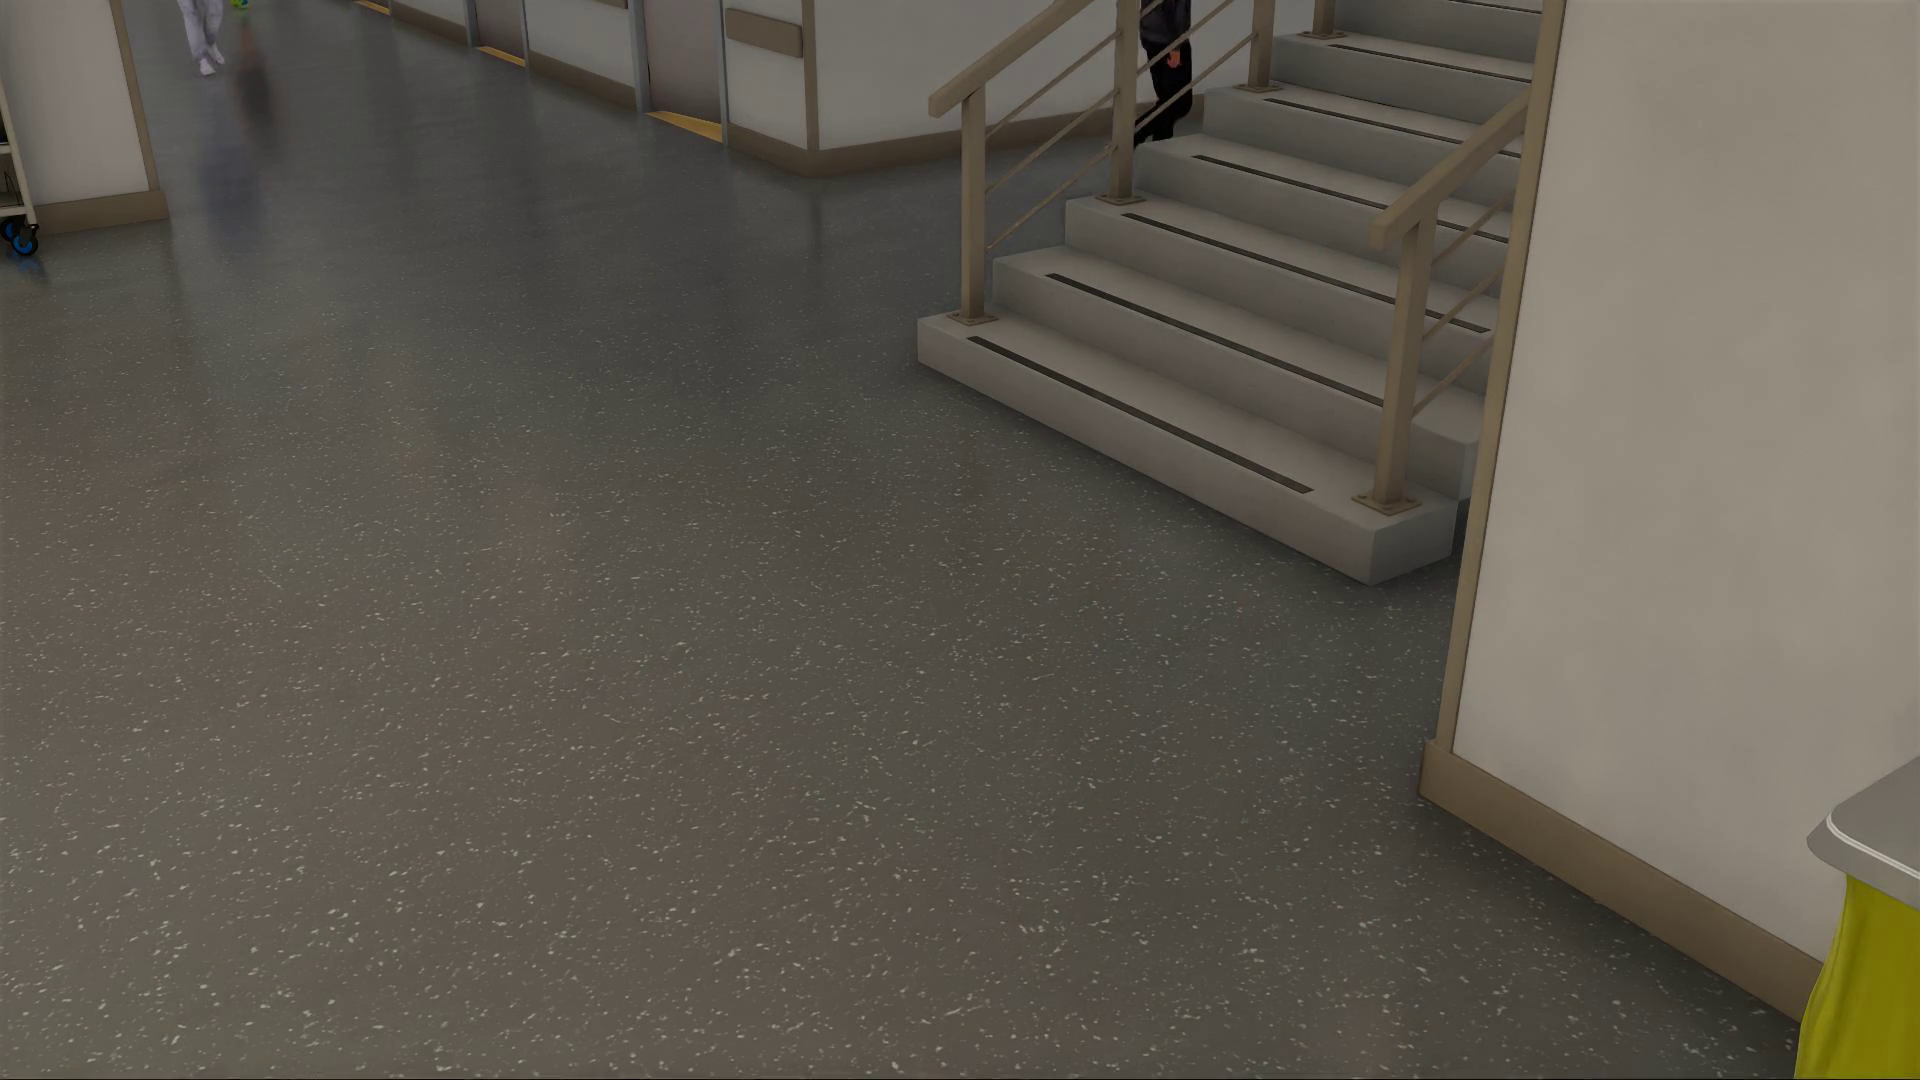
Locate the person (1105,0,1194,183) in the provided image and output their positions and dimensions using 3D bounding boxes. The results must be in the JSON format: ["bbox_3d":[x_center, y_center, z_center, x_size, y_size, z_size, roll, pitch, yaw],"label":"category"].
[{"bbox_3d":[1.131,-2.912,9.672,0.964,1.747,0.763,-9,27,-19],"label":"person"}]
